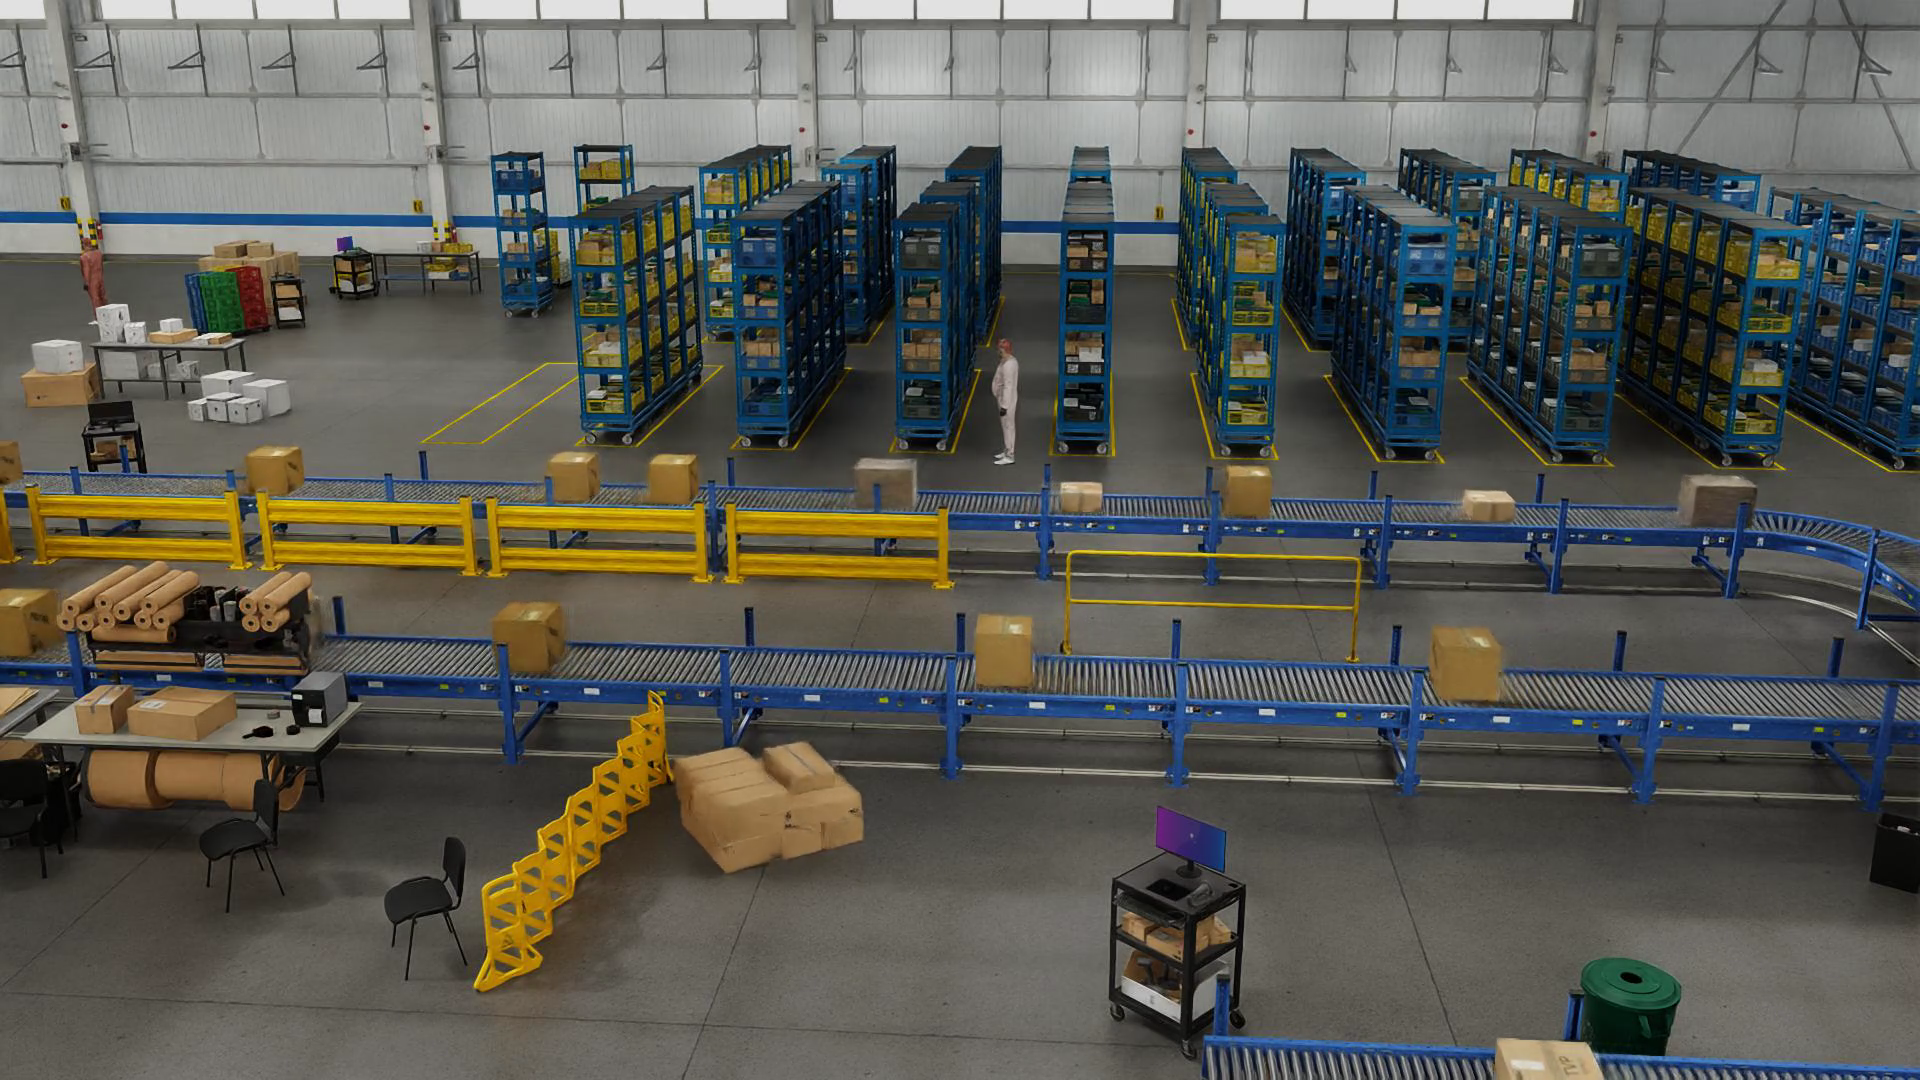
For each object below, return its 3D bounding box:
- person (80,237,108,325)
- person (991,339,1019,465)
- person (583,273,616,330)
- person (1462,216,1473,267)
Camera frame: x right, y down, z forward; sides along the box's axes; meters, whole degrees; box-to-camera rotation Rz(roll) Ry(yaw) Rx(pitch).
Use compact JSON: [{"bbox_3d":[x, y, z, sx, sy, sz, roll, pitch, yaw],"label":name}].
[{"bbox_3d":[-19.019,-5.678,36.467,0.406,1.902,0.638,2,18,5],"label":"person"},{"bbox_3d":[0.674,-2.088,25.077,0.406,1.902,0.638,2,18,5],"label":"person"},{"bbox_3d":[-7.788,-5.411,35.933,0.883,1.702,0.573,-10,20,-29],"label":"person"},{"bbox_3d":[12.831,-7.442,42.210,0.436,1.809,0.585,-3,18,-8],"label":"person"}]
